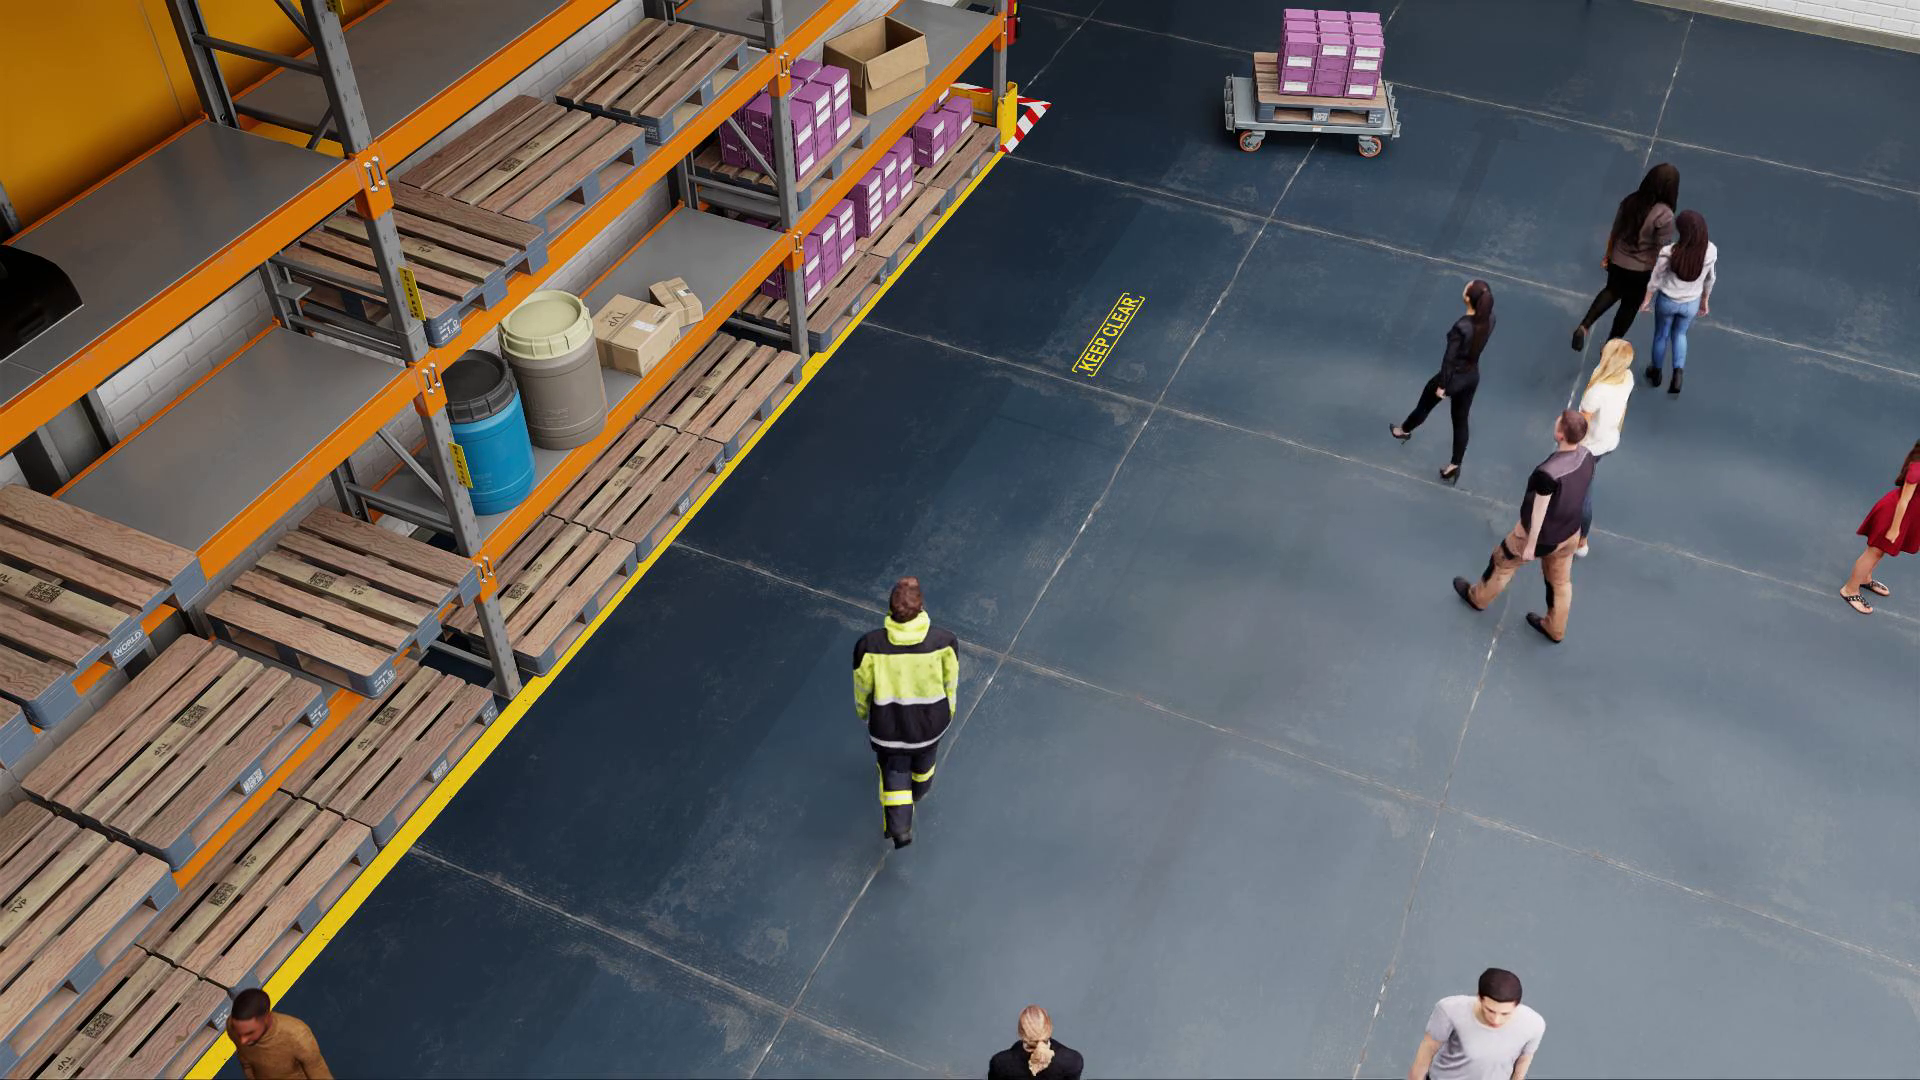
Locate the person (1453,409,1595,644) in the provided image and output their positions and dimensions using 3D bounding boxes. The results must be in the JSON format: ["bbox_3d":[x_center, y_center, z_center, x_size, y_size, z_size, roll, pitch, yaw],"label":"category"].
[{"bbox_3d":[3.931,-0.012,10.910,1.111,1.806,1.093,-25,49,-24],"label":"person"}]

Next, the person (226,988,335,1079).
[{"bbox_3d":[-3.204,2.681,8.076,0.667,1.816,0.597,11,45,11],"label":"person"}]

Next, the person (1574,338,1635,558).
[{"bbox_3d":[4.475,-0.600,11.534,0.823,1.796,0.879,-29,51,-27],"label":"person"}]

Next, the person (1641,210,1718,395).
[{"bbox_3d":[5.586,-1.784,12.919,0.830,1.599,0.914,7,44,7],"label":"person"}]

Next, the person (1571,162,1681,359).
[{"bbox_3d":[5.232,-2.106,13.092,0.919,1.827,0.846,-24,49,-23],"label":"person"}]

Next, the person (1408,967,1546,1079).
[{"bbox_3d":[2.491,2.580,8.160,0.770,1.846,0.858,11,45,11],"label":"person"}]

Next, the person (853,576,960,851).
[{"bbox_3d":[-0.302,1.028,9.704,1.100,1.962,1.243,-4,44,-4],"label":"person"}]

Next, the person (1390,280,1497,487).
[{"bbox_3d":[3.684,-1.108,12.154,1.008,1.677,1.013,-21,47,-20],"label":"person"}]

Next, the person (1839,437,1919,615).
[{"bbox_3d":[6.385,-0.192,11.281,0.638,1.554,0.696,-33,52,-30],"label":"person"}]

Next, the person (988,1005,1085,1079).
[{"bbox_3d":[0.346,2.834,8.017,0.904,1.676,1.030,-4,44,-4],"label":"person"}]
